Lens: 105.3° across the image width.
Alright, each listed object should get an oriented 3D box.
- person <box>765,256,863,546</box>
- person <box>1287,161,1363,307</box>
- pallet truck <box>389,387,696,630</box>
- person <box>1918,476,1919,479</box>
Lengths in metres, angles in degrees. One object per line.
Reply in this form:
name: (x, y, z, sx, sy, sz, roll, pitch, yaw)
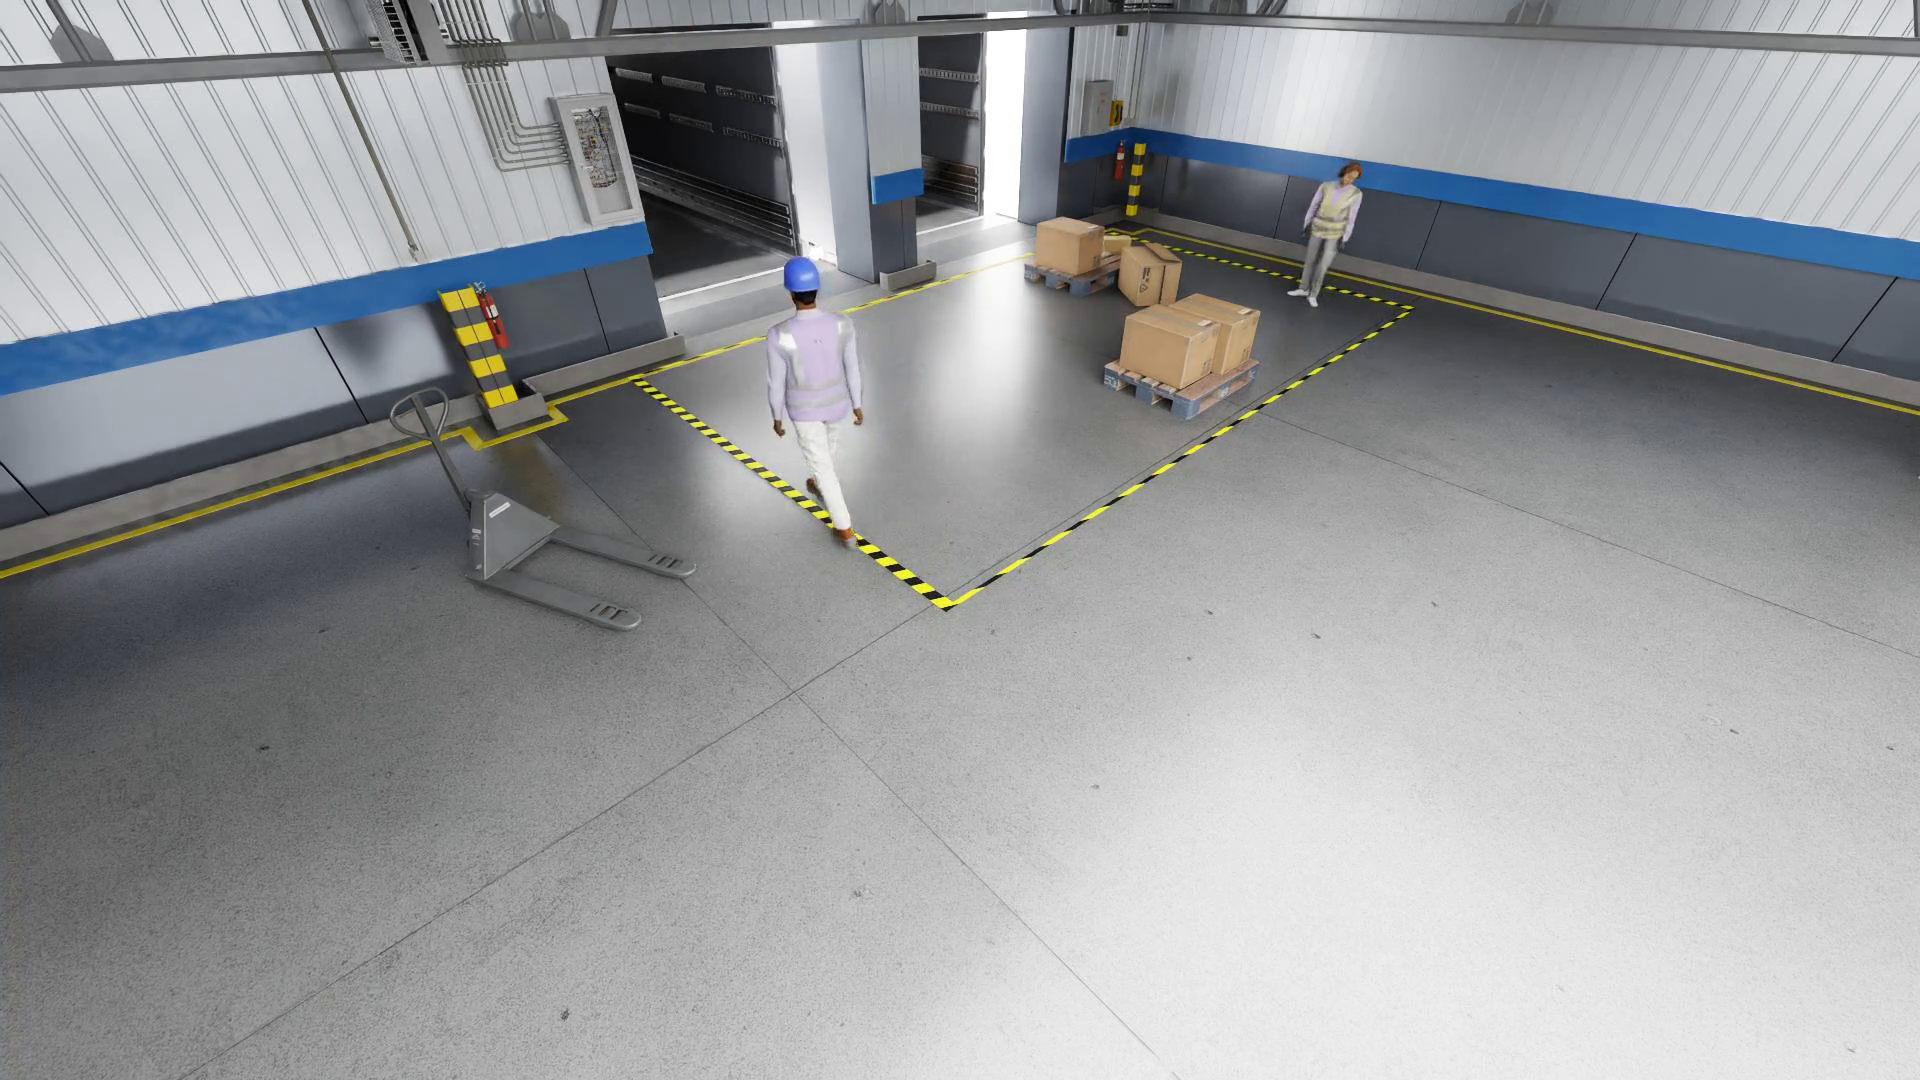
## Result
person: (-0.970, -0.915, 4.921, 0.621, 1.897, 0.981, -22, 43, -26)
person: (4.296, -3.582, 8.606, 0.407, 1.607, 0.589, -31, 47, -34)
pallet truck: (-2.613, -0.247, 4.593, 1.601, 1.201, 0.680, 14, 40, 17)
person: (7.871, -1.106, 5.291, 0.492, 1.742, 0.299, -1, 38, -1)
